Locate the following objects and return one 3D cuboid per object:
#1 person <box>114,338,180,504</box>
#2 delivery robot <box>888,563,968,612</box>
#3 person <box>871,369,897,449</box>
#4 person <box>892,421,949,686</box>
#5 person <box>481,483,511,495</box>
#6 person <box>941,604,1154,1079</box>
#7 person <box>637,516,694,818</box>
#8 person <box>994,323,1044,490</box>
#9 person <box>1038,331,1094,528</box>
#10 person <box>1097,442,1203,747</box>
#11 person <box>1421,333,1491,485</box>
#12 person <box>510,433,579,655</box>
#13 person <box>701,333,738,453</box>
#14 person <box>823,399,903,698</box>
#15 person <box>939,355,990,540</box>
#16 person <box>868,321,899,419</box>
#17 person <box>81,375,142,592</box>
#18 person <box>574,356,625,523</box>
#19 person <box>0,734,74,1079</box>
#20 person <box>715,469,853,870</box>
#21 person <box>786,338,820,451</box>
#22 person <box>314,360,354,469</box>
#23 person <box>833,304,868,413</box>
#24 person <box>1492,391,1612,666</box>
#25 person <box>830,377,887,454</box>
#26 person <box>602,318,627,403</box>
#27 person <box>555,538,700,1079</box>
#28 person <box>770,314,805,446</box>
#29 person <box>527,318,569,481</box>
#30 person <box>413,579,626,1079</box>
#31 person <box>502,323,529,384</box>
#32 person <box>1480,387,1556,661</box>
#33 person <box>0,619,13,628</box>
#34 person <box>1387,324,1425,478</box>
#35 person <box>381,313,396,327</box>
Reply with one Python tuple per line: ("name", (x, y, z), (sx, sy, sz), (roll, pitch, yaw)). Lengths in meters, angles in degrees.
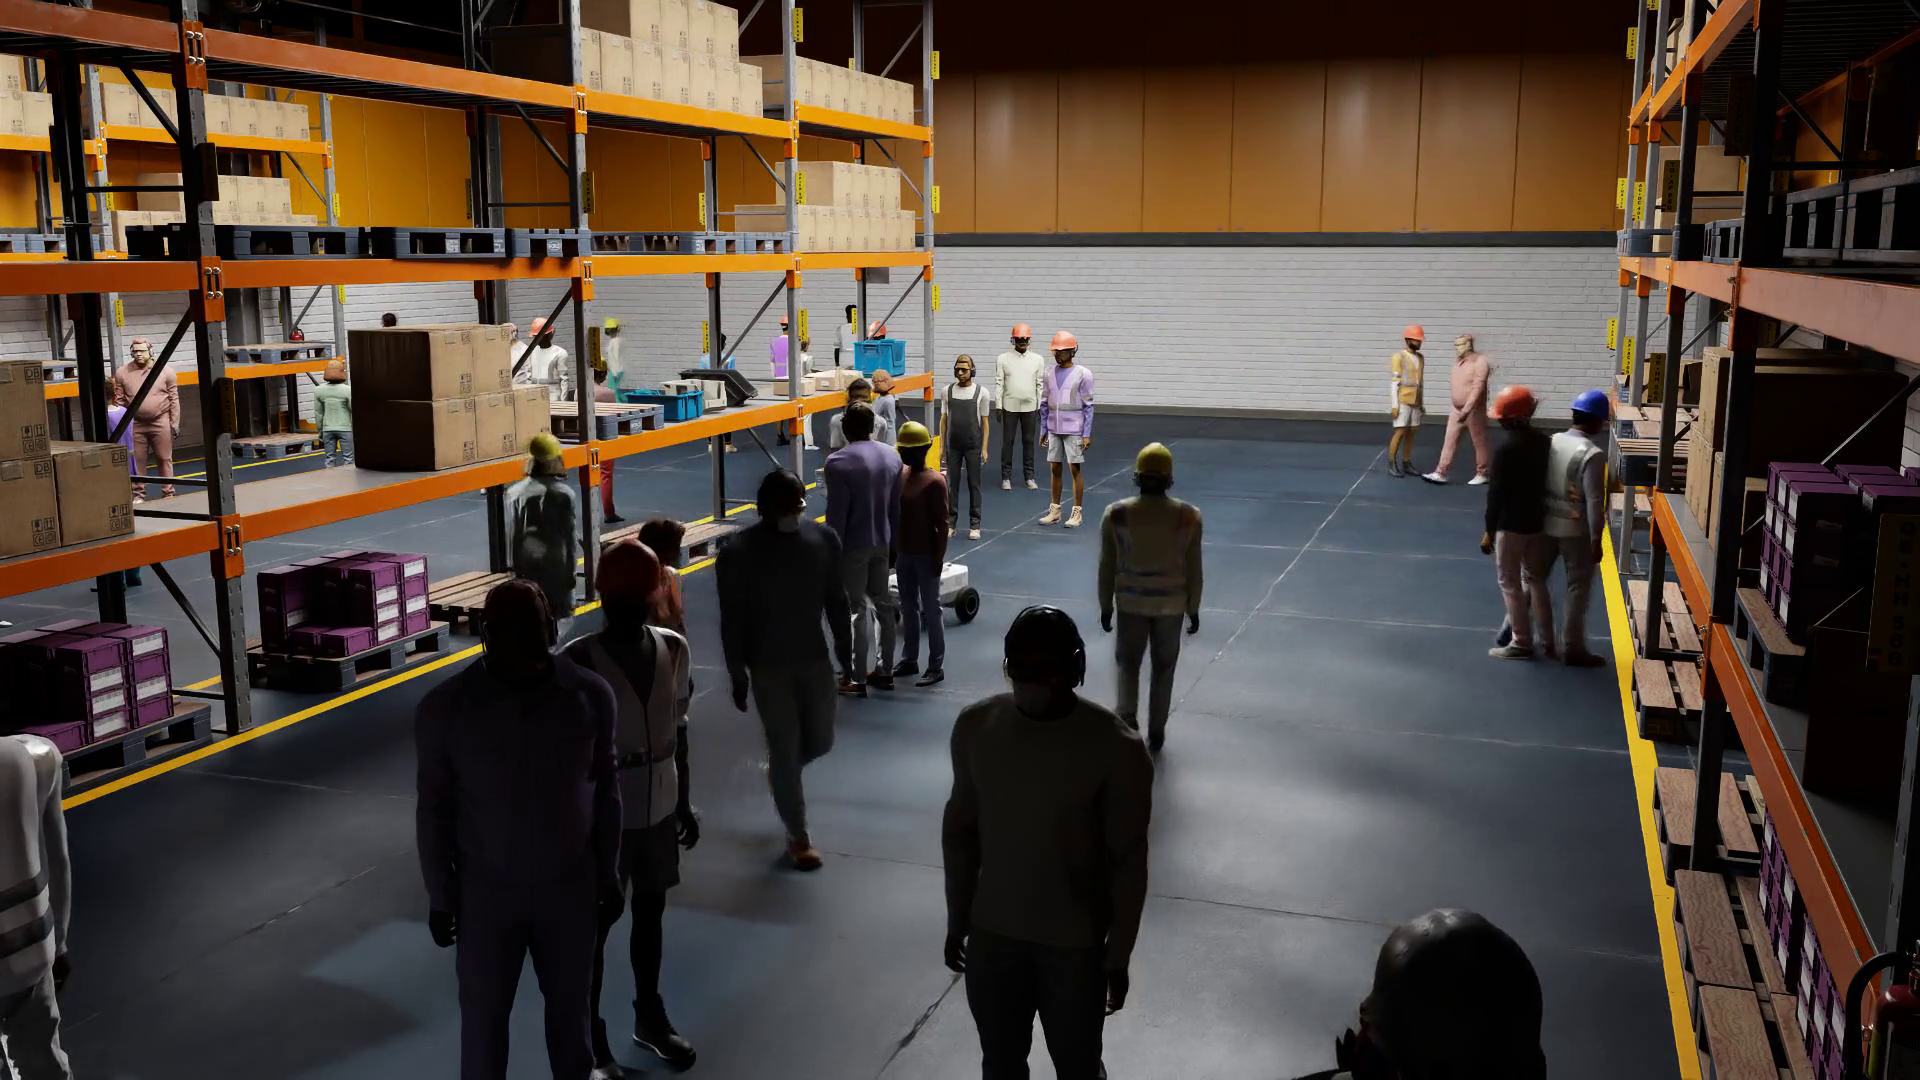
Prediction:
("person", (-8.975, -1.276, 18.385), (0.651, 1.906, 0.403), (-3, 11, -18))
("delivery robot", (-0.247, 0.339, 12.830), (0.477, 0.478, 0.707), (7, 12, 34))
("person", (-0.809, -0.990, 17.571), (0.281, 1.625, 0.503), (-3, 10, -16))
("person", (-0.301, 0.088, 11.100), (0.318, 1.766, 0.534), (-9, 14, -42))
("person", (-5.481, -1.331, 19.452), (0.514, 1.637, 0.314), (3, 11, 18))
("person", (0.229, 1.129, 4.755), (0.631, 1.939, 0.372), (5, 11, 26))
("person", (-1.520, 0.694, 8.116), (0.340, 1.617, 0.677), (4, 11, 22))
("person", (0.716, -1.594, 19.920), (0.614, 1.996, 0.379), (-2, 10, -10))
("person", (1.076, -1.141, 17.236), (0.615, 2.041, 0.384), (7, 12, 35))
("person", (1.083, 0.353, 9.485), (0.600, 1.810, 0.675), (1, 10, 7))
("person", (6.070, -1.566, 20.155), (0.983, 1.846, 0.631), (-5, 11, -24))
("person", (-2.709, 0.176, 10.737), (0.488, 1.728, 0.593), (3, 11, 19))
("person", (-3.389, -2.061, 23.393), (0.537, 1.695, 0.320), (3, 10, 16))
("person", (-0.639, 0.053, 10.808), (0.355, 1.938, 0.636), (9, 14, 43))
("person", (0.039, -0.918, 16.540), (0.505, 1.847, 0.344), (2, 10, 12))
("person", (-1.059, -1.904, 21.864), (0.544, 1.931, 0.387), (3, 11, 19))
("person", (-7.178, -0.483, 14.082), (0.382, 1.846, 0.571), (1, 10, 5))
("person", (-3.812, -1.061, 17.570), (0.535, 1.767, 0.316), (4, 11, 22))
("person", (-2.676, 1.192, 4.544), (0.354, 1.886, 0.572), (3, 11, 19))
("person", (-0.858, 0.578, 7.931), (0.676, 1.909, 0.642), (-5, 11, -28))
("person", (-2.253, -2.089, 23.718), (0.512, 1.639, 0.311), (6, 12, 32))
("person", (-7.017, -1.212, 18.783), (0.507, 1.636, 0.272), (1, 10, 3))
("person", (-1.761, -2.875, 27.239), (0.600, 1.959, 0.383), (2, 10, 10))
("person", (4.205, -0.088, 11.673), (0.583, 1.919, 0.813), (-3, 11, -18))
("person", (-0.872, -0.481, 14.134), (0.512, 1.835, 0.953), (-1, 10, -4))
("person", (-5.576, -2.754, 27.151), (0.505, 1.753, 0.526), (-3, 10, -14))
("person", (-1.144, 0.942, 5.812), (0.547, 1.934, 0.376), (-9, 14, -43))
("person", (-2.491, -2.321, 24.212), (0.542, 1.927, 0.379), (7, 12, 33))
("person", (-5.112, -1.724, 20.547), (0.605, 2.034, 0.391), (5, 11, 26))
("person", (-1.351, 1.063, 5.200), (0.643, 1.913, 0.411), (-5, 11, -28))
("person", (-5.921, -1.920, 22.016), (0.652, 1.904, 0.403), (6, 12, 30))
("person", (3.954, -0.109, 11.711), (0.735, 1.948, 0.370), (-7, 12, -36))
("person", (-7.444, -0.102, 12.533), (0.280, 1.636, 0.500), (2, 10, 9))
("person", (5.666, -1.753, 20.987), (0.553, 1.935, 0.374), (-7, 12, -35))
("person", (-8.415, -2.414, 24.805), (0.386, 1.906, 0.632), (8, 13, 38))
